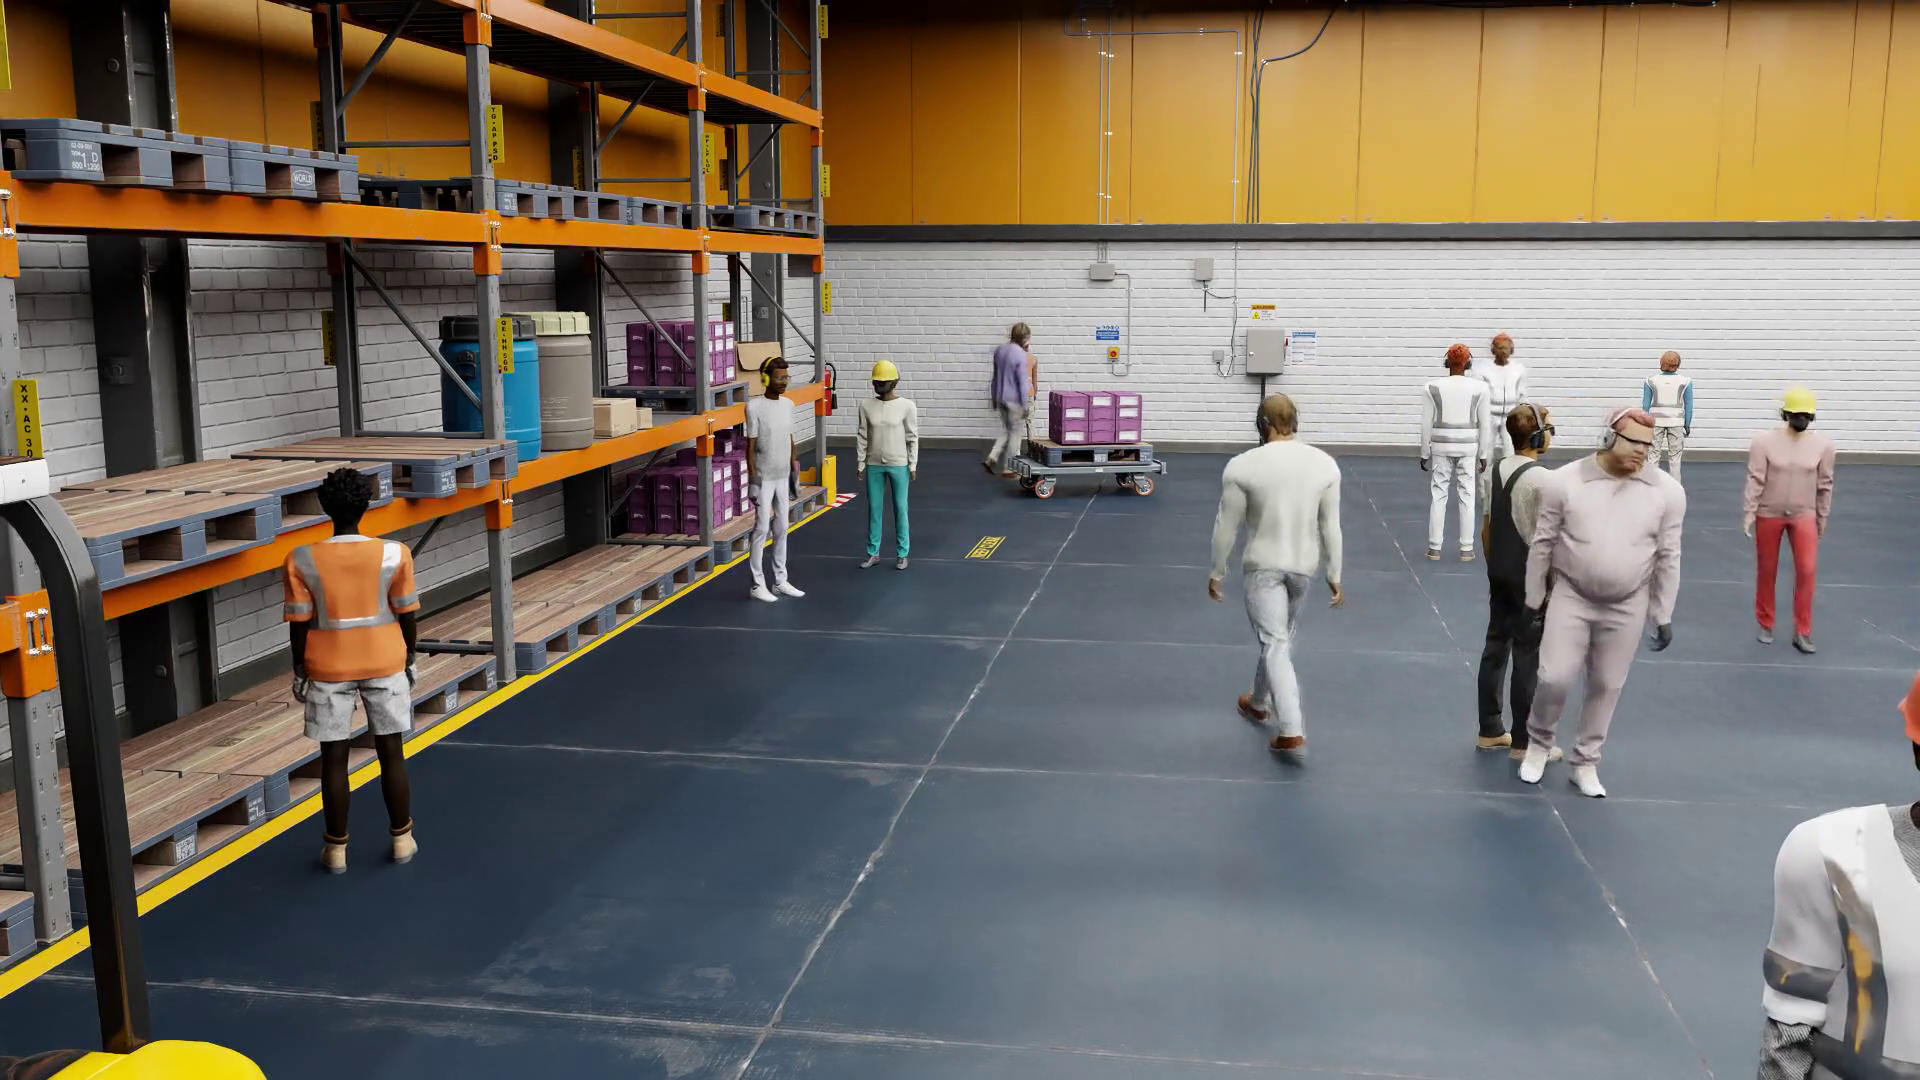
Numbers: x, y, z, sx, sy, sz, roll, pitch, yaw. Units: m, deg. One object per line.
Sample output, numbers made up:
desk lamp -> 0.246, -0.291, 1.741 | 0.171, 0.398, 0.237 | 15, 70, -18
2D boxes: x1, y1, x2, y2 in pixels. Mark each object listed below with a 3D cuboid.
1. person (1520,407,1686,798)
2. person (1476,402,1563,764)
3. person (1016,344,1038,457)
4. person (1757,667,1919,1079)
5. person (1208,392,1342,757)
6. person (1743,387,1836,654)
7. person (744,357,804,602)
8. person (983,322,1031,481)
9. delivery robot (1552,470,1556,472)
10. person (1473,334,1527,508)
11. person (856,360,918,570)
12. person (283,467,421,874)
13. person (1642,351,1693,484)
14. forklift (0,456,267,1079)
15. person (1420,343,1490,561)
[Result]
person -> 3.049, 0.306, 7.885 | 0.678, 1.877, 0.436 | 2, 9, 14
person -> 2.872, 0.219, 8.499 | 0.345, 1.847, 0.507 | -4, 10, -23
person -> 0.823, -1.938, 22.431 | 0.514, 1.642, 0.310 | -6, 11, -31
person -> 1.644, 1.098, 2.826 | 0.542, 1.929, 0.369 | 2, 9, 11
person -> 1.671, 0.162, 8.786 | 0.657, 1.876, 1.071 | -2, 9, -12
person -> 5.461, -0.129, 10.977 | 0.546, 1.743, 0.705 | 3, 10, 19
person -> -1.423, -0.461, 12.657 | 0.322, 1.861, 0.515 | 7, 12, 38
person -> 0.609, -1.636, 19.763 | 0.469, 1.900, 0.692 | -6, 11, -33
delivery robot -> 6.451, -0.593, 17.185 | 0.477, 0.478, 0.707 | -3, 10, -21
person -> 5.601, -1.198, 17.227 | 0.612, 1.842, 0.934 | 0, 9, 0
person -> -0.615, -0.622, 13.934 | 0.532, 1.765, 0.323 | 2, 9, 14
person -> -2.526, 0.550, 6.946 | 0.549, 1.698, 0.325 | -4, 10, -24
person -> 7.682, -1.233, 18.090 | 0.518, 1.640, 0.307 | 4, 10, 25
forklift -> -2.328, 0.975, 2.765 | 2.313, 2.155, 1.214 | 1, 9, 9
person -> 4.269, -0.751, 14.368 | 0.575, 1.883, 0.355 | 2, 10, 14
